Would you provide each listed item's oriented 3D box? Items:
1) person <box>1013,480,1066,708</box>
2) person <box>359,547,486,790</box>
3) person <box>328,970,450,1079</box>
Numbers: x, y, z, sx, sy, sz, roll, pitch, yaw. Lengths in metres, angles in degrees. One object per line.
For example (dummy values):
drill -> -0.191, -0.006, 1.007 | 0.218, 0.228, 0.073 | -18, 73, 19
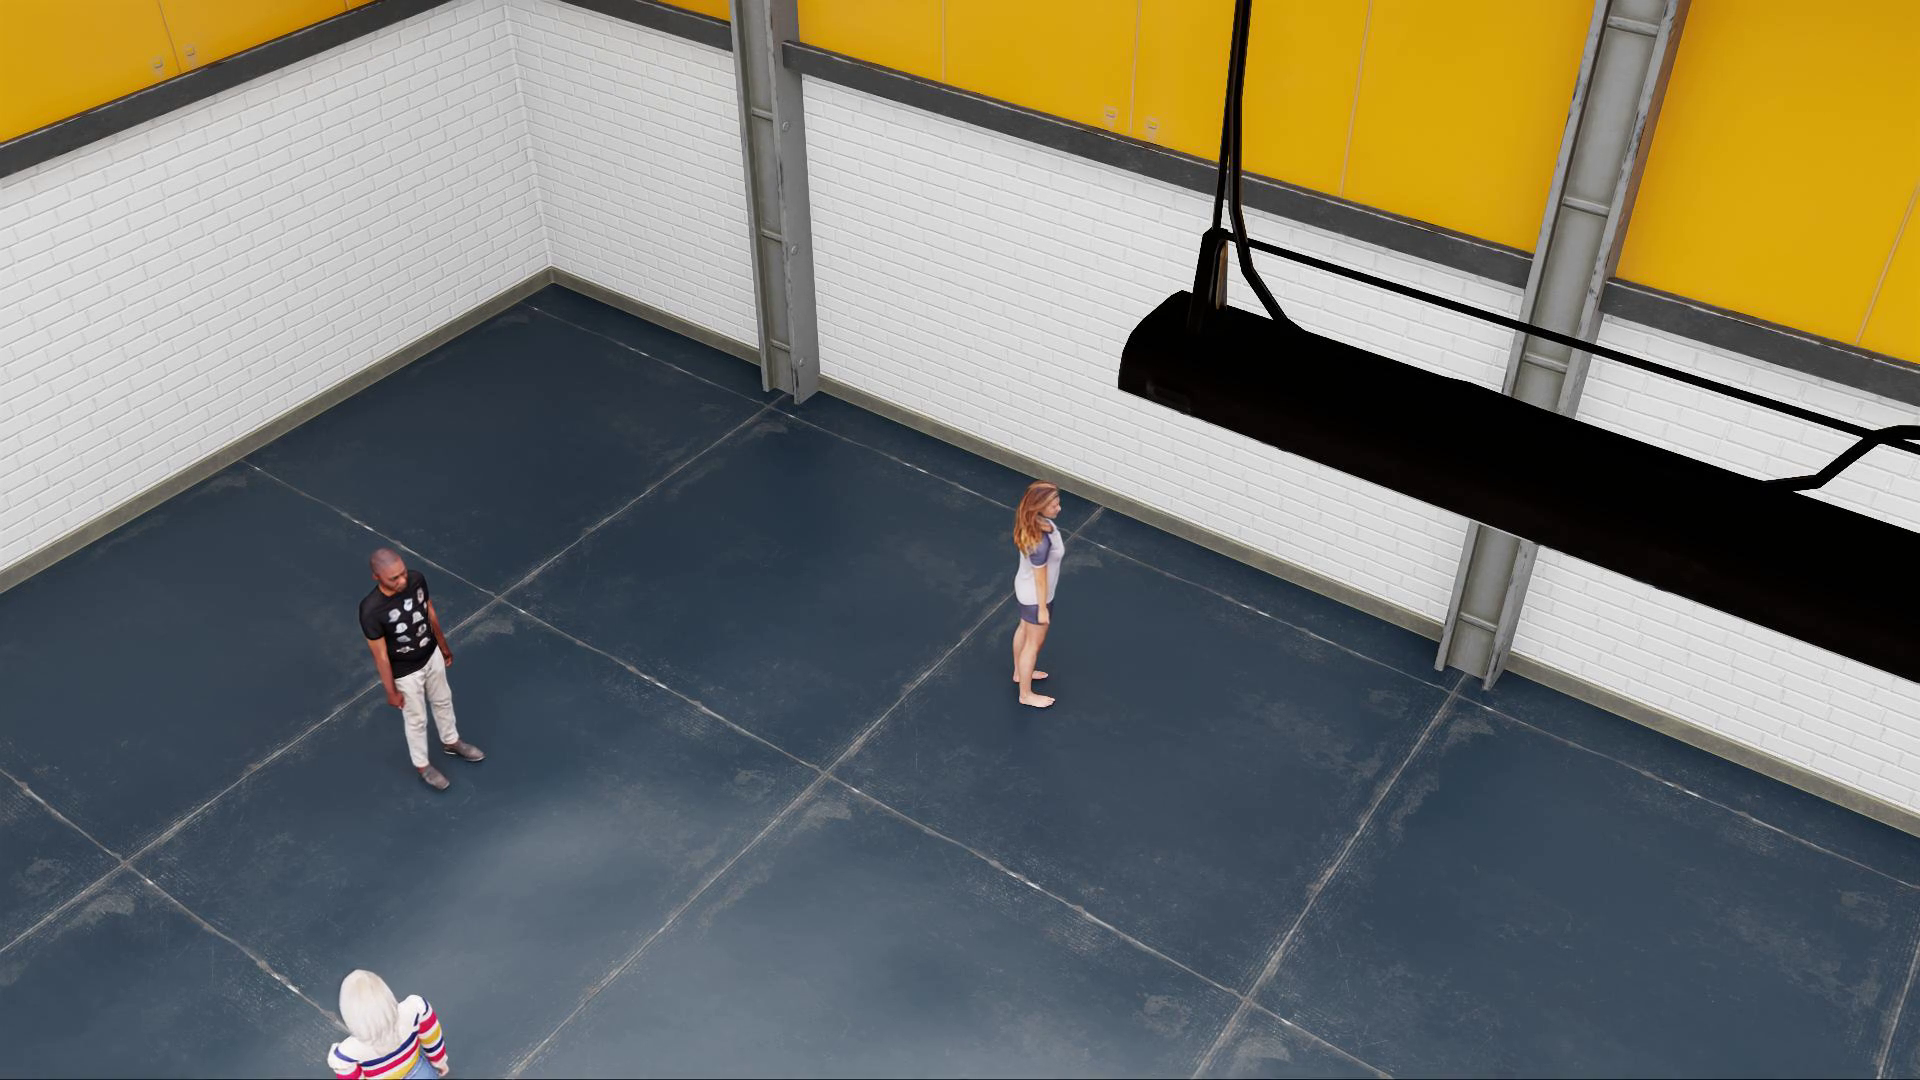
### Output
person -> 0.477, 0.327, 10.678 | 0.725, 1.729, 0.683 | -3, 39, -4
person -> -3.332, 0.741, 10.102 | 0.640, 1.801, 0.682 | 19, 42, 22
person -> -2.599, 2.595, 7.773 | 0.692, 1.811, 0.588 | -31, 48, -33
